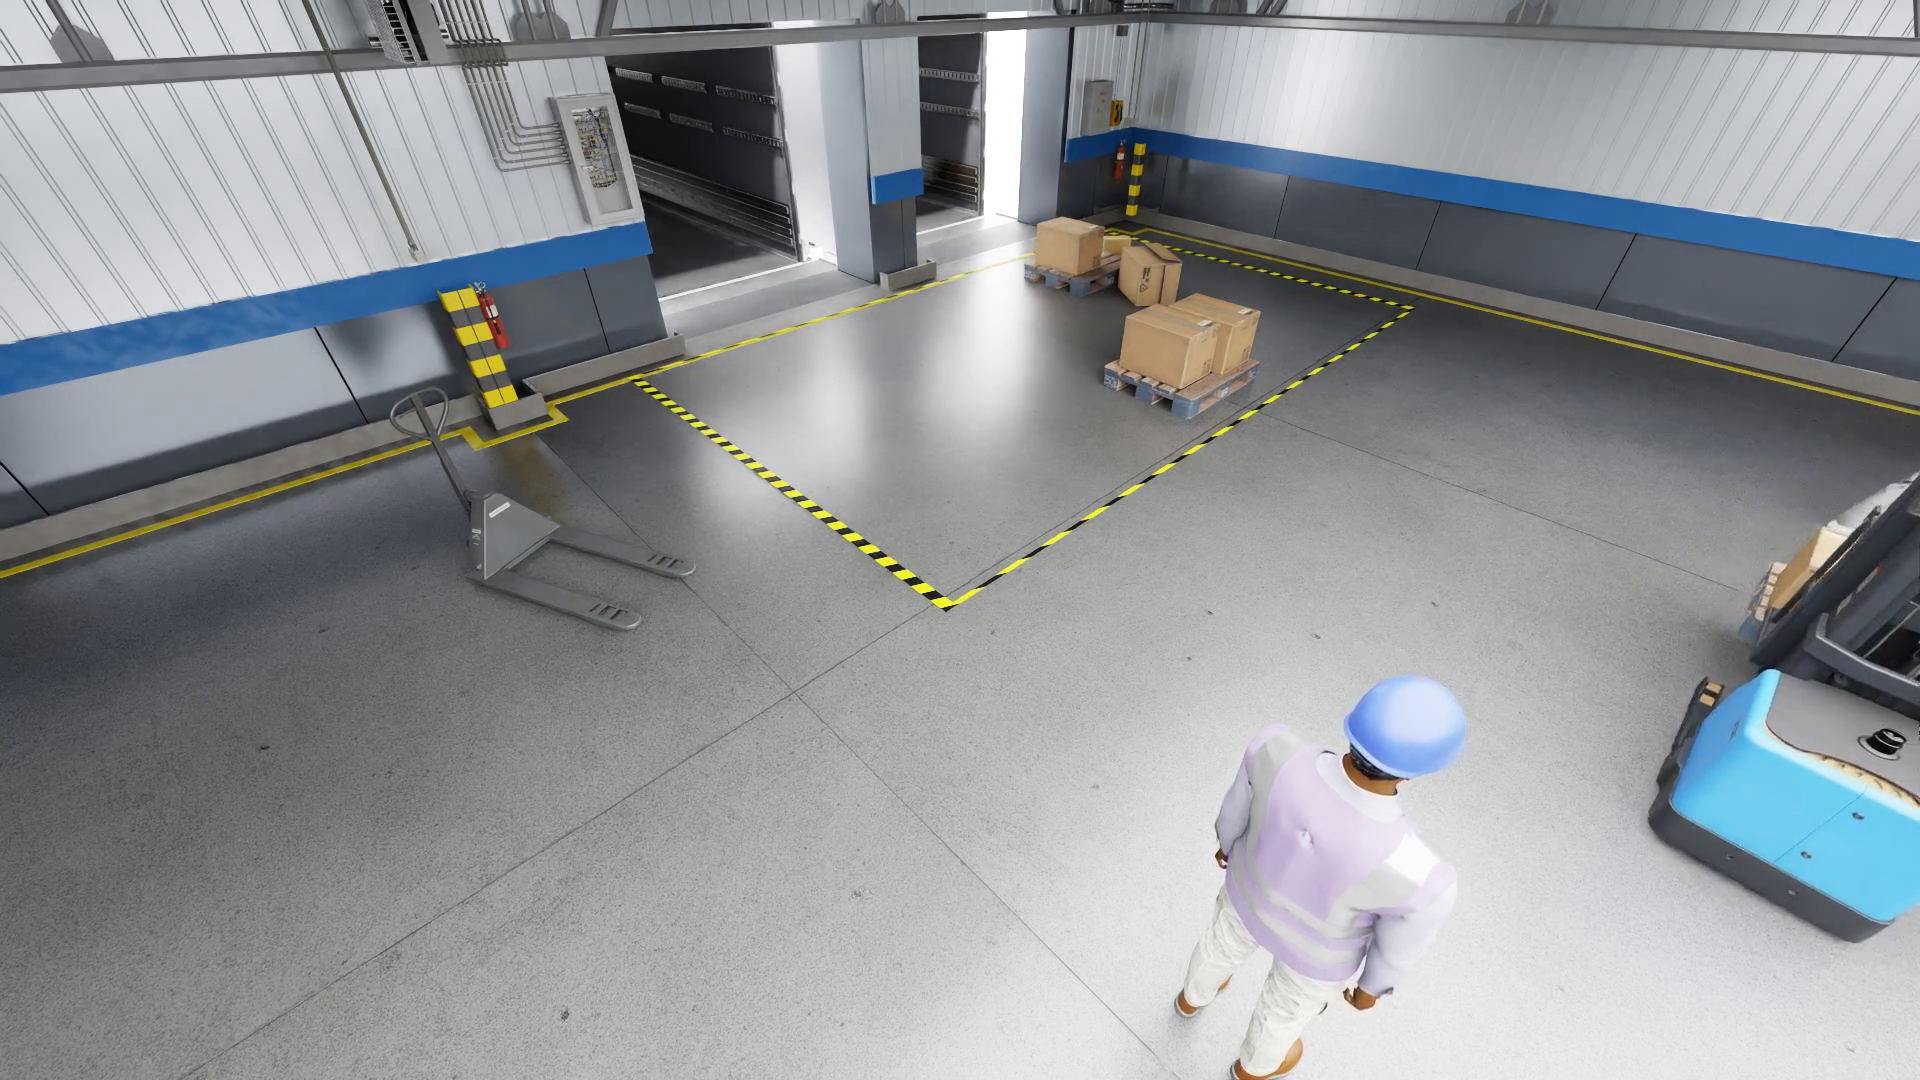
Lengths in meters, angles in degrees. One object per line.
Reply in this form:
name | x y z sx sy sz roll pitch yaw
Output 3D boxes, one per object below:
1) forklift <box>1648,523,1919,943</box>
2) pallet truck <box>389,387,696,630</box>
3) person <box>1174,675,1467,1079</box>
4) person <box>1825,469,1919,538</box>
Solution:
forklift | 3.786 0.578 2.870 0.776 2.013 0.716 -28 46 -32
pallet truck | -2.613 -0.247 4.593 1.601 1.201 0.680 14 40 17
person | 1.035 1.118 2.246 0.386 1.946 0.613 -21 42 -25
person | 6.568 -0.495 4.618 0.537 1.599 0.842 -17 41 -21
